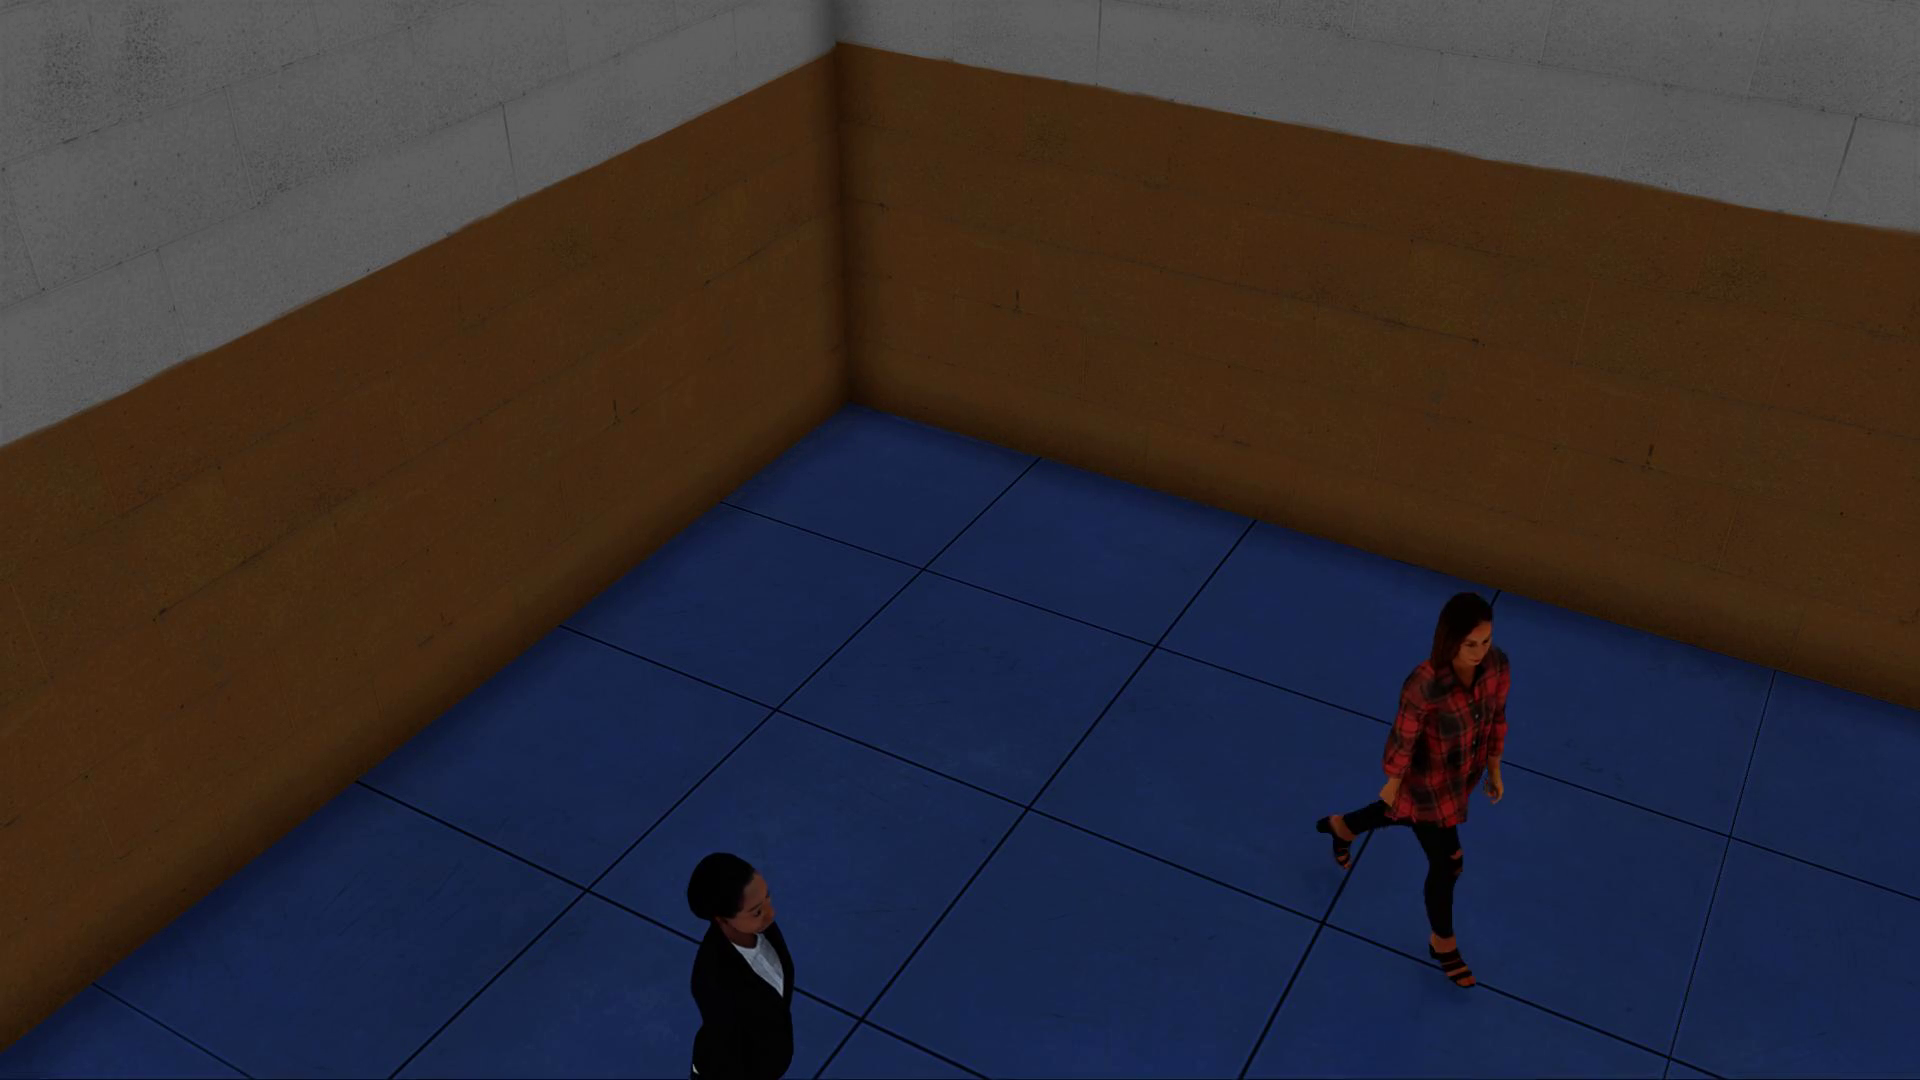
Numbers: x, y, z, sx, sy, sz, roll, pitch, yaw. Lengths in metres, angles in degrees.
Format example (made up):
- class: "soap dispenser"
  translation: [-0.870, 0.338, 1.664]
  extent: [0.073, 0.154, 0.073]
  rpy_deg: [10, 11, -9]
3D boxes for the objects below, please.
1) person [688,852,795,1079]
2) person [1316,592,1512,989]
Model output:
- class: "person"
  translation: [-0.645, 1.598, 4.903]
  extent: [0.715, 1.829, 0.579]
  rpy_deg: [5, 34, 8]
- class: "person"
  translation: [1.708, 0.841, 6.189]
  extent: [1.121, 1.663, 0.977]
  rpy_deg: [-22, 39, -29]
